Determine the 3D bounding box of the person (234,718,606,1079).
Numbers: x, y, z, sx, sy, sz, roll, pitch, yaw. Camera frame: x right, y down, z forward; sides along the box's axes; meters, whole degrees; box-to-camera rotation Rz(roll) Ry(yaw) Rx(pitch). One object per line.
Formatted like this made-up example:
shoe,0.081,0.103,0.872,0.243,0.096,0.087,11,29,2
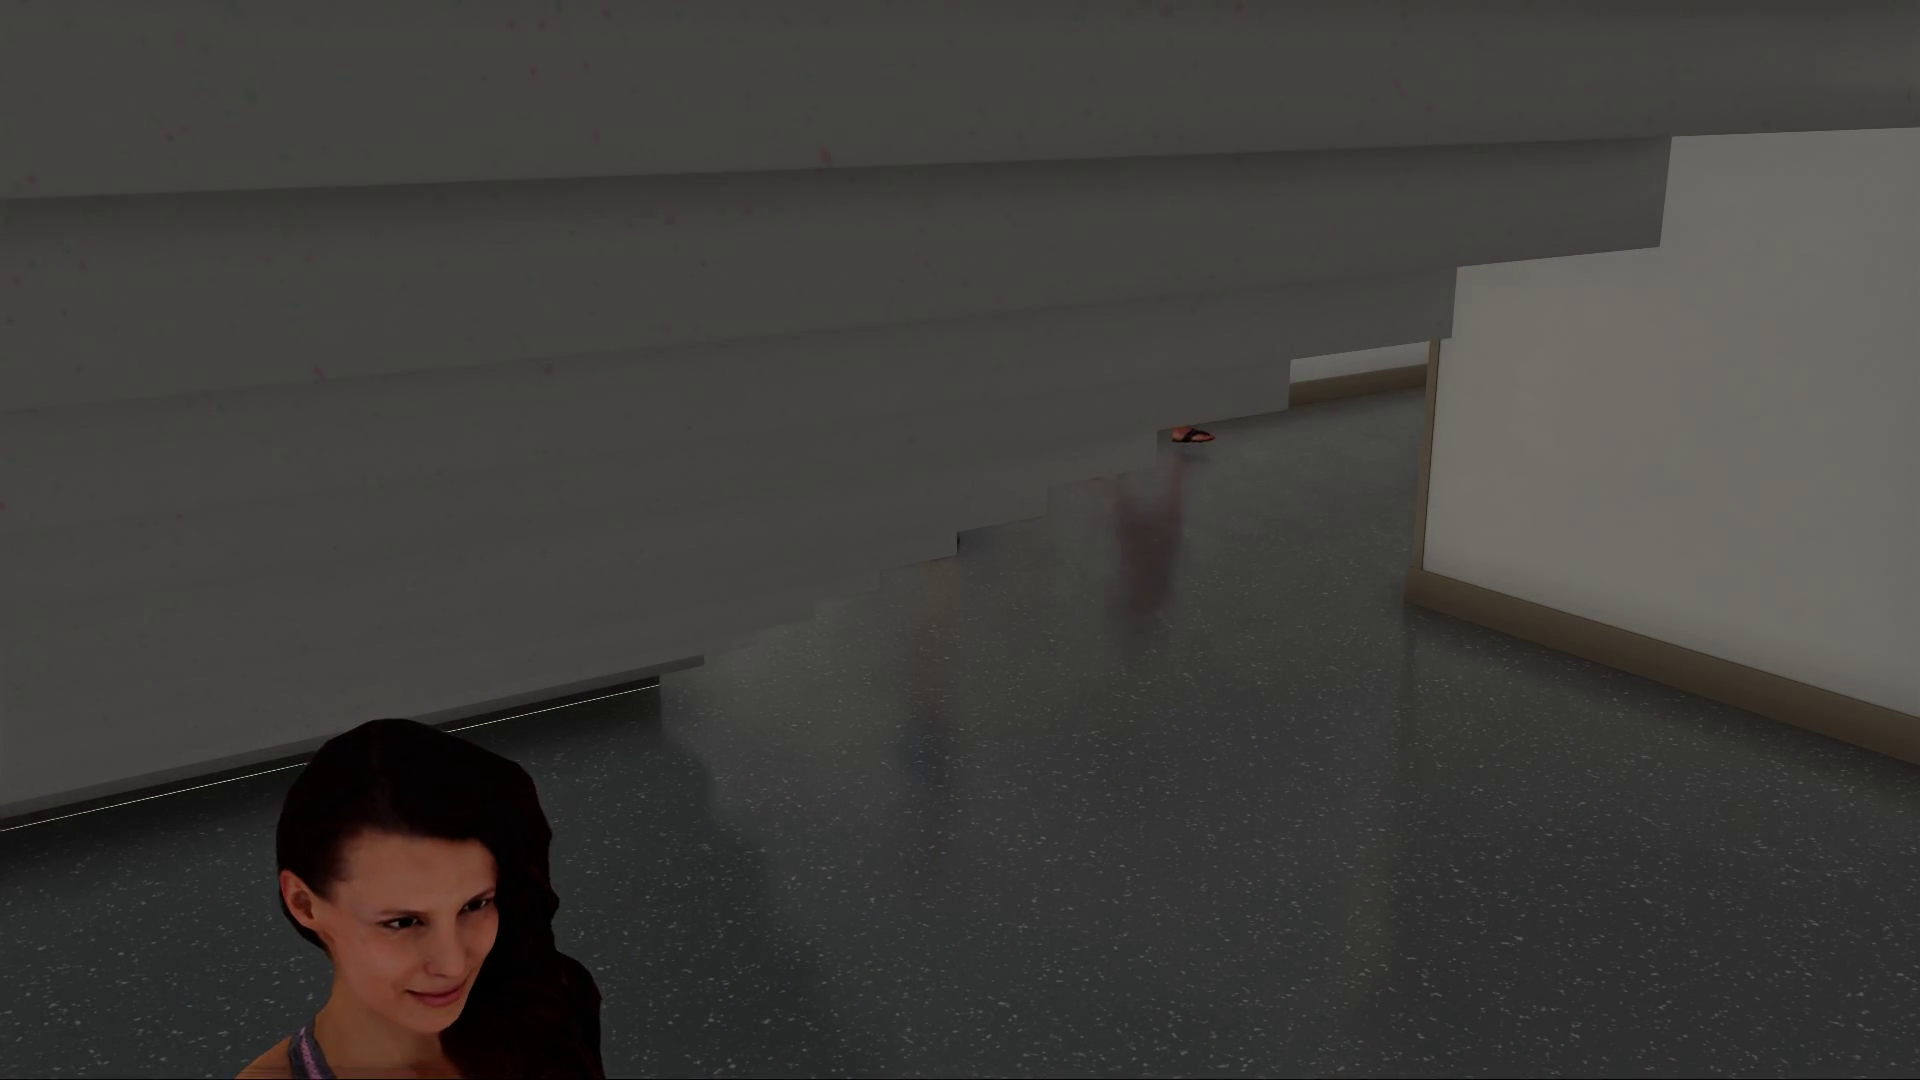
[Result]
person,-0.482,1.000,1.566,0.665,1.770,0.677,9,18,30
